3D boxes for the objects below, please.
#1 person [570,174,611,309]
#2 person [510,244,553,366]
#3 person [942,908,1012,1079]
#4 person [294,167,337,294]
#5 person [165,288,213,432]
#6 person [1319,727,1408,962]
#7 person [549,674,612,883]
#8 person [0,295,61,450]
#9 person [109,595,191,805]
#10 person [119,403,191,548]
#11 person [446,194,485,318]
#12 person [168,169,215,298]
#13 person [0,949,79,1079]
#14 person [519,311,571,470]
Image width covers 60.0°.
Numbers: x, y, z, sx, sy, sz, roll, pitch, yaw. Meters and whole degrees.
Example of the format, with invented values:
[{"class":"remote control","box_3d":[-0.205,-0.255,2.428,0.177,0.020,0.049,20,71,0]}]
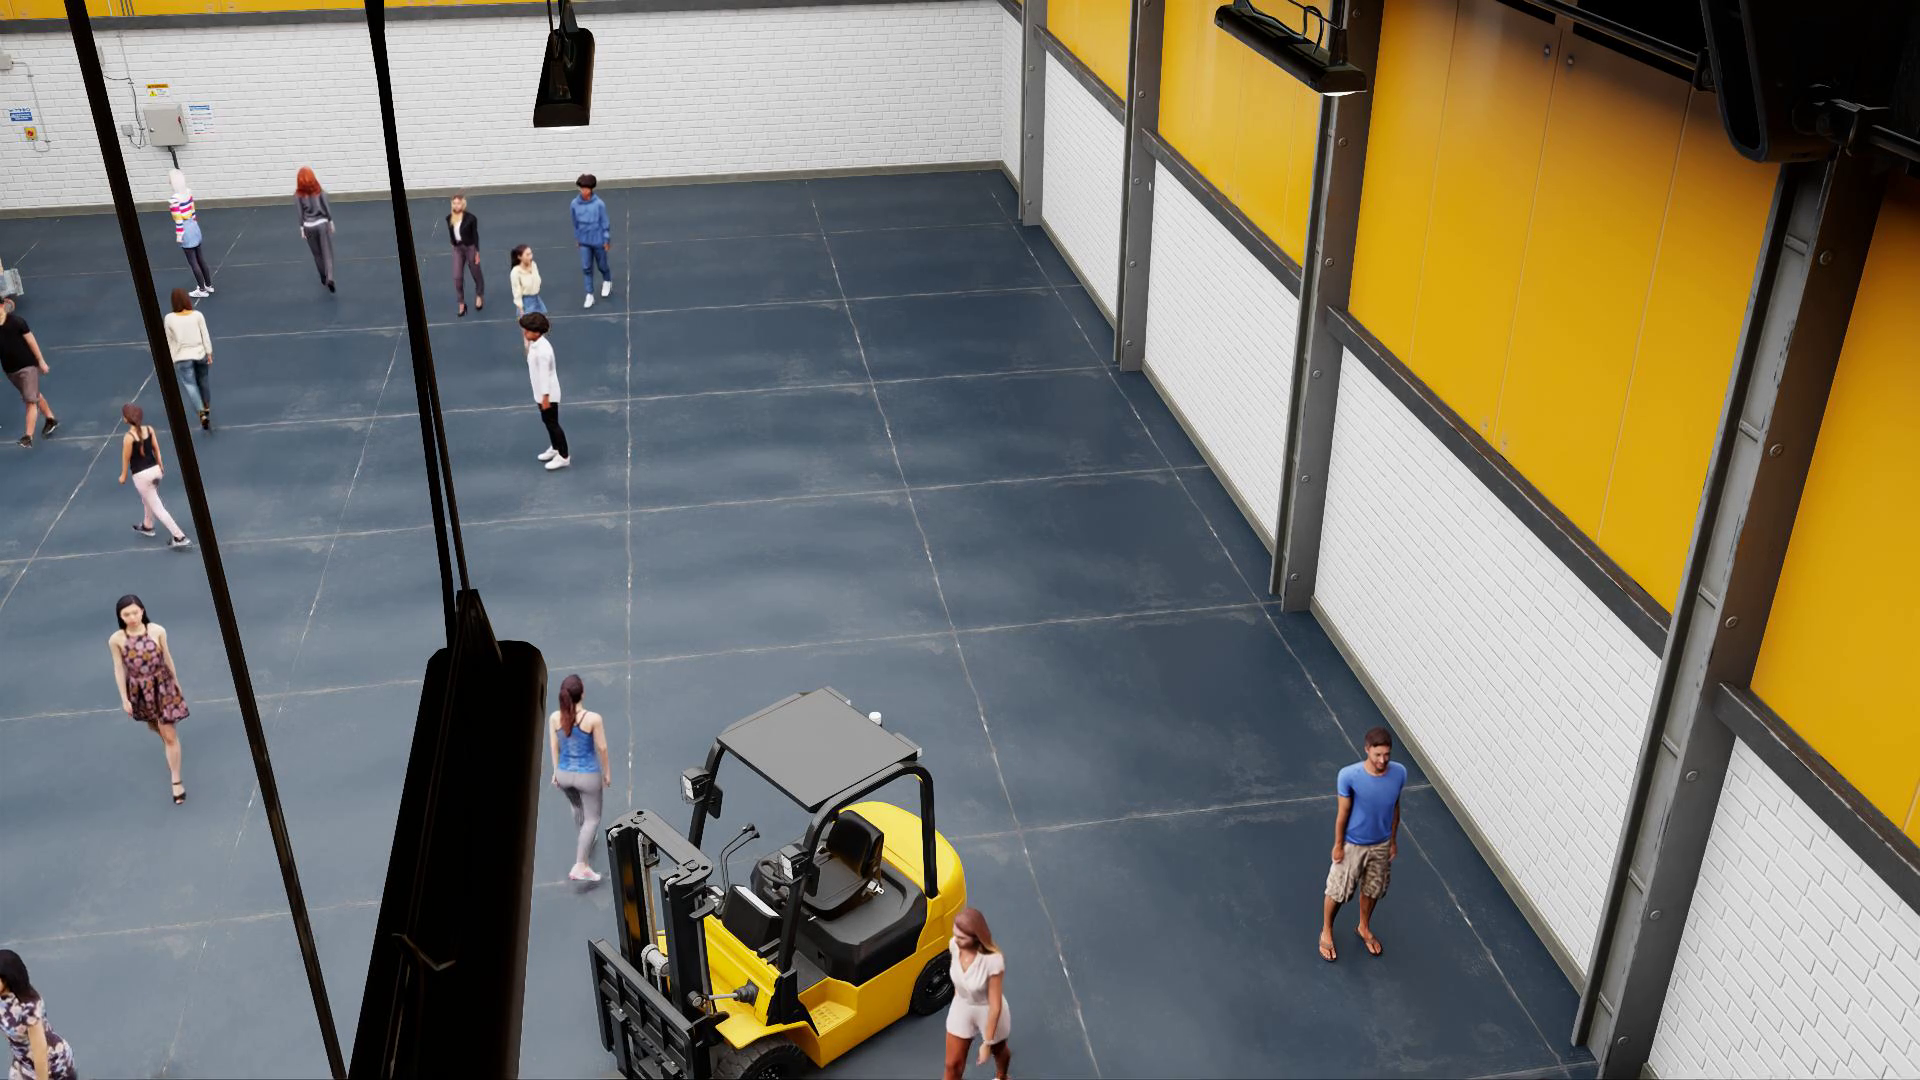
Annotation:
[{"class":"person","box_3d":[-5.052,-4.173,22.955,0.852,1.791,1.053,3,29,5]},{"class":"person","box_3d":[-5.463,-2.942,20.877,0.833,1.621,0.749,14,32,24]},{"class":"person","box_3d":[0.172,2.873,10.191,1.045,1.646,1.139,16,32,26]},{"class":"person","box_3d":[-8.973,-4.296,23.224,0.742,1.751,1.170,-10,30,-18]},{"class":"person","box_3d":[-8.897,-2.071,19.251,0.866,1.648,1.150,-16,33,-27]},{"class":"person","box_3d":[2.786,2.058,11.457,0.638,1.863,0.533,-4,29,-8]},{"class":"person","box_3d":[-2.830,1.785,12.259,0.749,1.575,0.984,5,29,9]},{"class":"person","box_3d":[-10.641,-1.994,18.944,0.830,1.808,1.243,-1,29,-1]},{"class":"person","box_3d":[-6.411,1.190,13.177,0.829,1.740,1.203,-13,31,-23]},{"class":"person","box_3d":[-8.121,-0.617,16.711,0.921,1.528,1.030,10,30,18]},{"class":"person","box_3d":[-6.669,-3.902,22.604,0.722,1.652,0.885,2,29,4]},{"class":"person","box_3d":[-10.719,-4.278,23.131,0.769,1.808,0.573,3,29,6]},{"class":"person","box_3d":[-5.341,3.041,9.815,0.870,1.710,0.982,10,30,18]},{"class":"person","box_3d":[-4.567,-1.667,18.347,0.742,1.804,0.586,-13,31,-22]}]
